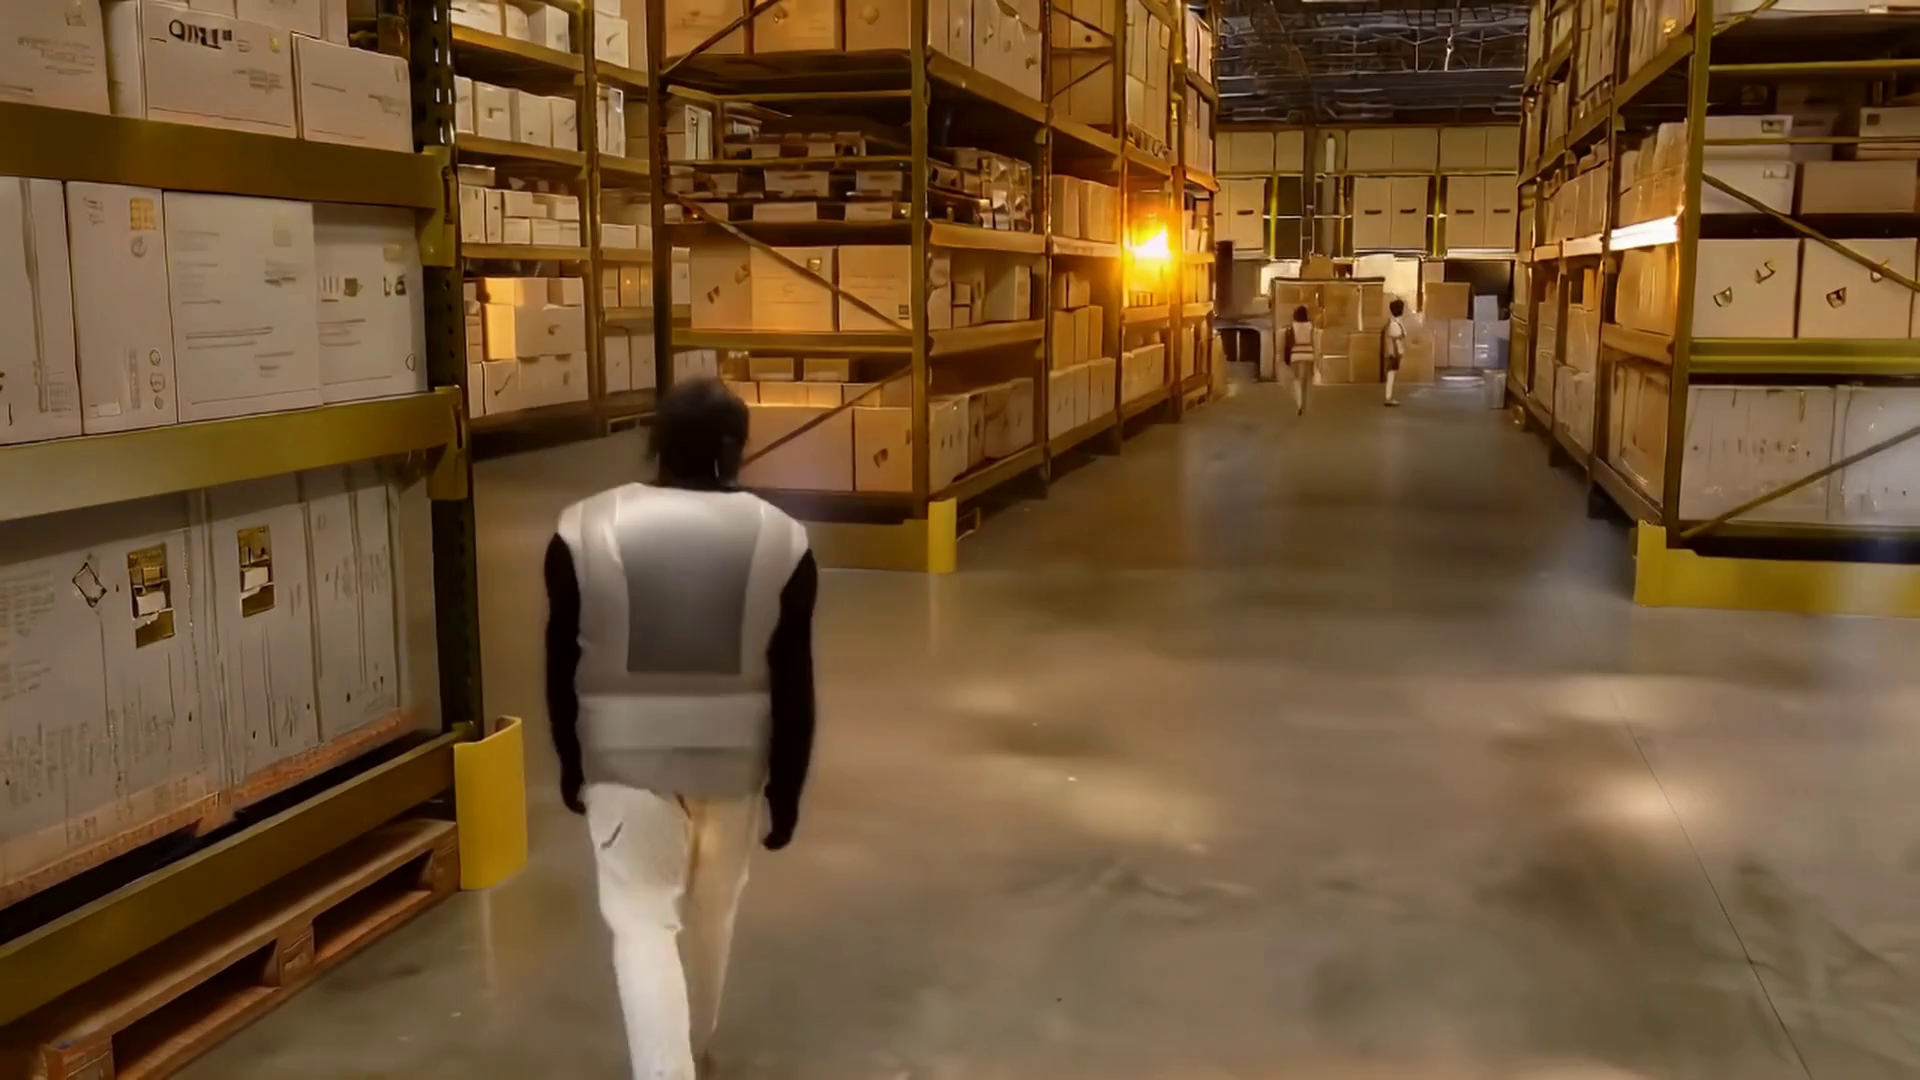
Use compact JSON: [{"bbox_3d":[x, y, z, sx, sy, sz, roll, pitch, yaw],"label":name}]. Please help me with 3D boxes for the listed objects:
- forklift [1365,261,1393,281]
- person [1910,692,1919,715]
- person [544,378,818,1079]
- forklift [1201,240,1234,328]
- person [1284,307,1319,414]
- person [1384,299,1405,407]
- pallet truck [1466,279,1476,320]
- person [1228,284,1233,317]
[{"bbox_3d":[14.133,-8.250,56.187,1.129,2.768,1.873,3,9,19],"label":"forklift"},{"bbox_3d":[4.316,0.034,6.904,0.586,1.821,0.640,0,9,0],"label":"person"},{"bbox_3d":[-0.630,0.533,3.821,0.622,1.805,0.911,-2,9,-14],"label":"person"},{"bbox_3d":[5.697,-5.090,36.110,1.873,2.768,1.129,2,9,15],"label":"forklift"},{"bbox_3d":[5.117,-2.690,24.958,0.506,1.584,0.924,1,9,5],"label":"person"},{"bbox_3d":[6.852,-2.942,26.213,0.318,1.697,0.536,2,9,15],"label":"person"},{"bbox_3d":[18.896,-8.459,60.307,1.885,1.965,0.823,5,10,31],"label":"pallet truck"},{"bbox_3d":[5.923,-4.660,36.500,0.958,1.890,0.567,0,9,-2],"label":"person"}]
